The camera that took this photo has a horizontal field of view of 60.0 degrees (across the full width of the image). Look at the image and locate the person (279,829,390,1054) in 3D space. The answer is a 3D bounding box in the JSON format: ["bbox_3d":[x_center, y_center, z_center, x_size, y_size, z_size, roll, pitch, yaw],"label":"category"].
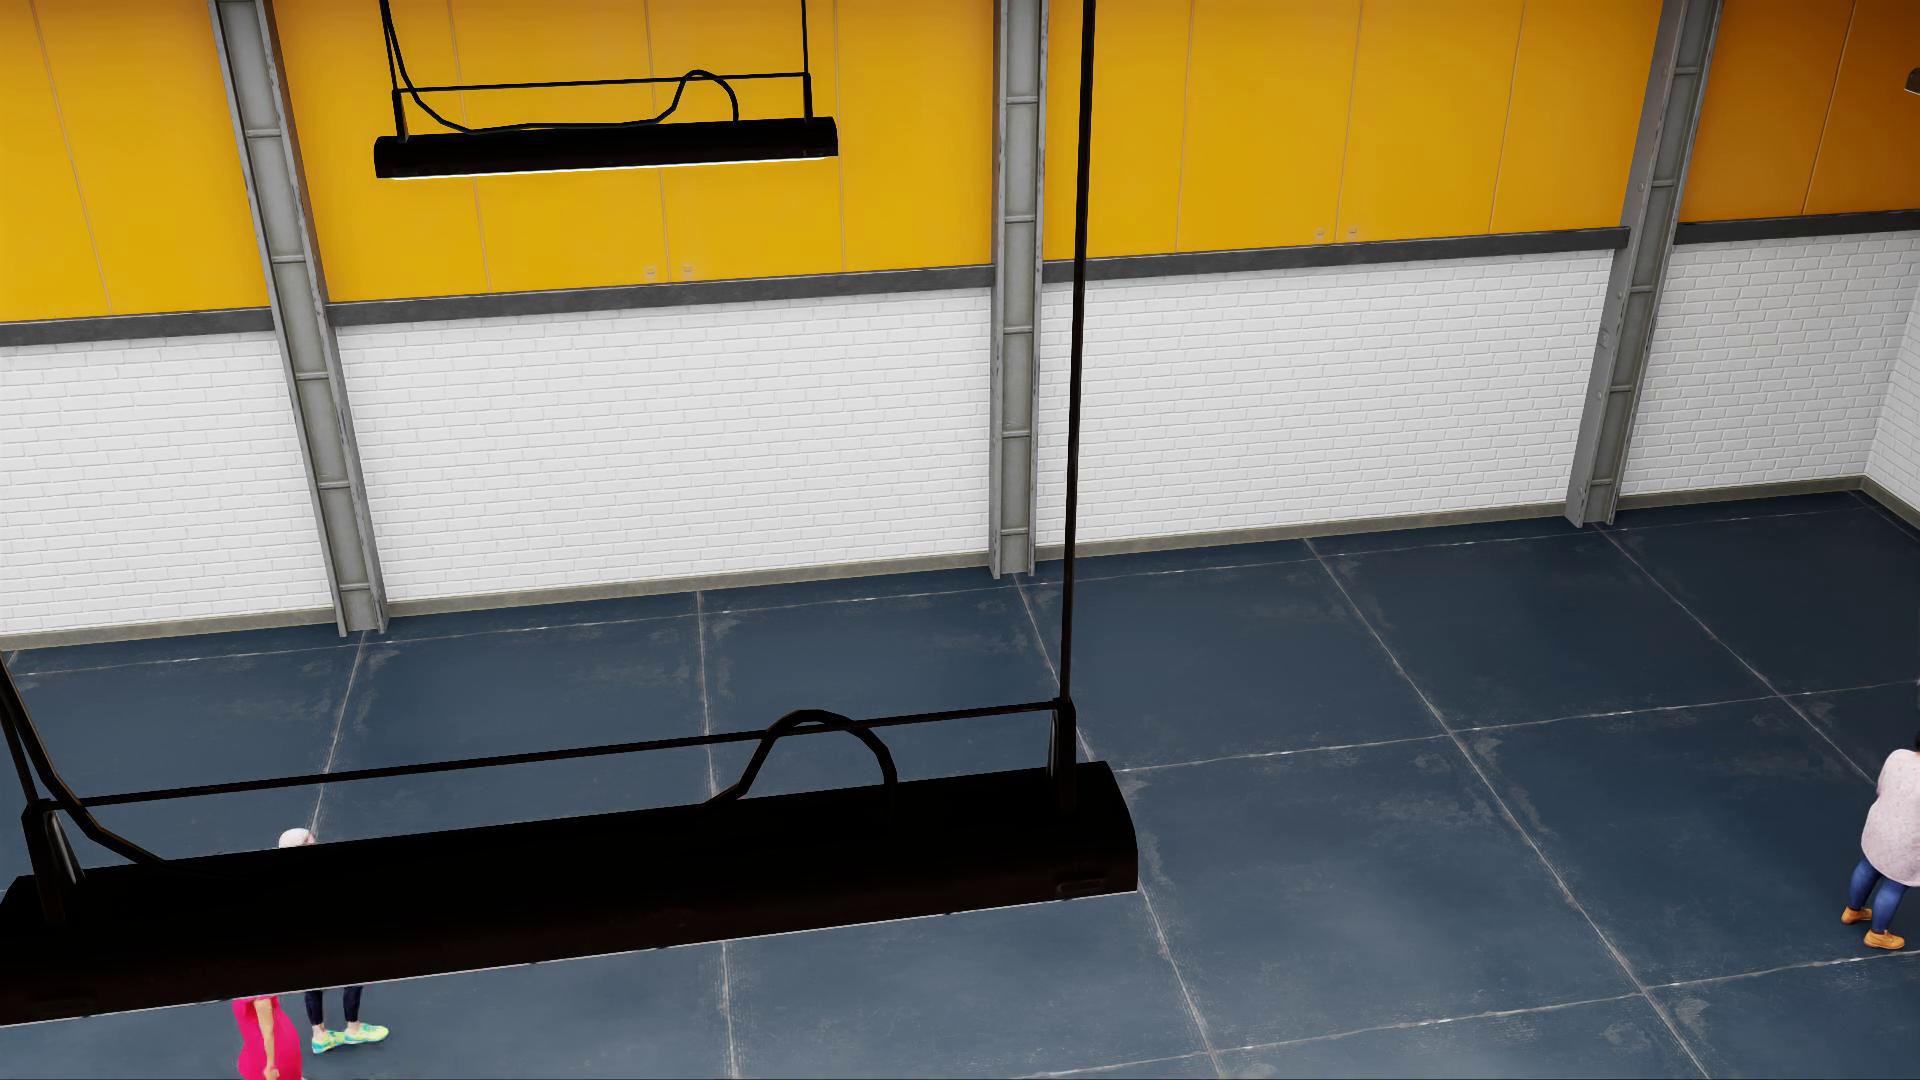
[{"bbox_3d":[-4.044,2.498,10.212,0.782,1.692,0.724,-14,32,-24],"label":"person"}]

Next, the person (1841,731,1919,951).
[{"bbox_3d":[6.305,1.950,11.163,0.617,1.742,0.692,-4,29,-7],"label":"person"}]
